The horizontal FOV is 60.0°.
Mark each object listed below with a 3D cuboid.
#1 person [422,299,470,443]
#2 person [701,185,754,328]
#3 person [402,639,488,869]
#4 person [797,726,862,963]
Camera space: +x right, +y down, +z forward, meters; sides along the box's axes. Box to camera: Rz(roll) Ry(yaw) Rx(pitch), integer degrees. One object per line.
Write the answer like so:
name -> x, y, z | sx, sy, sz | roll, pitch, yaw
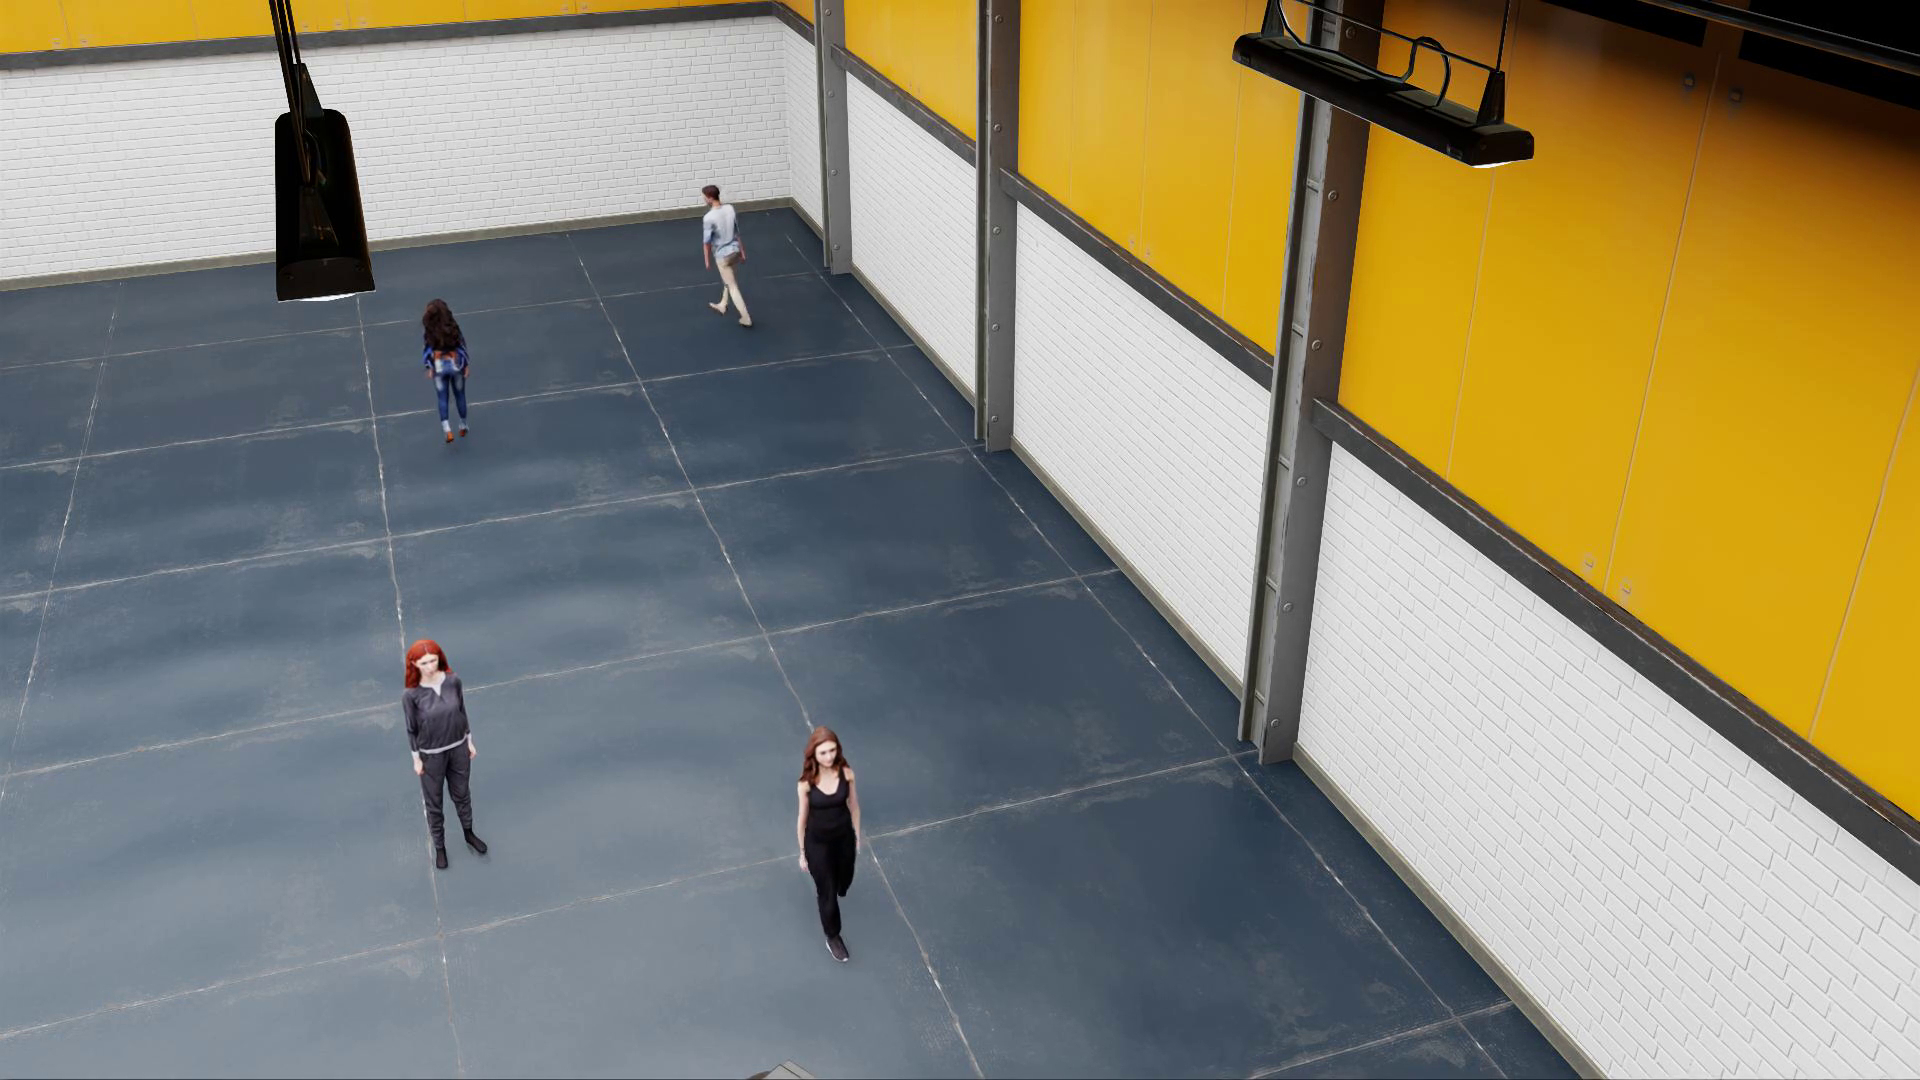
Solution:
person -> -5.478, -1.806, 17.774 | 0.677, 1.615, 0.789 | -6, 29, -10
person -> -2.851, -3.496, 20.670 | 1.187, 1.807, 1.027 | 25, 38, 38
person -> -3.615, 1.466, 11.604 | 0.634, 1.779, 0.594 | -19, 34, -31
person -> -0.889, 1.903, 10.851 | 0.641, 1.733, 0.952 | -13, 31, -22
